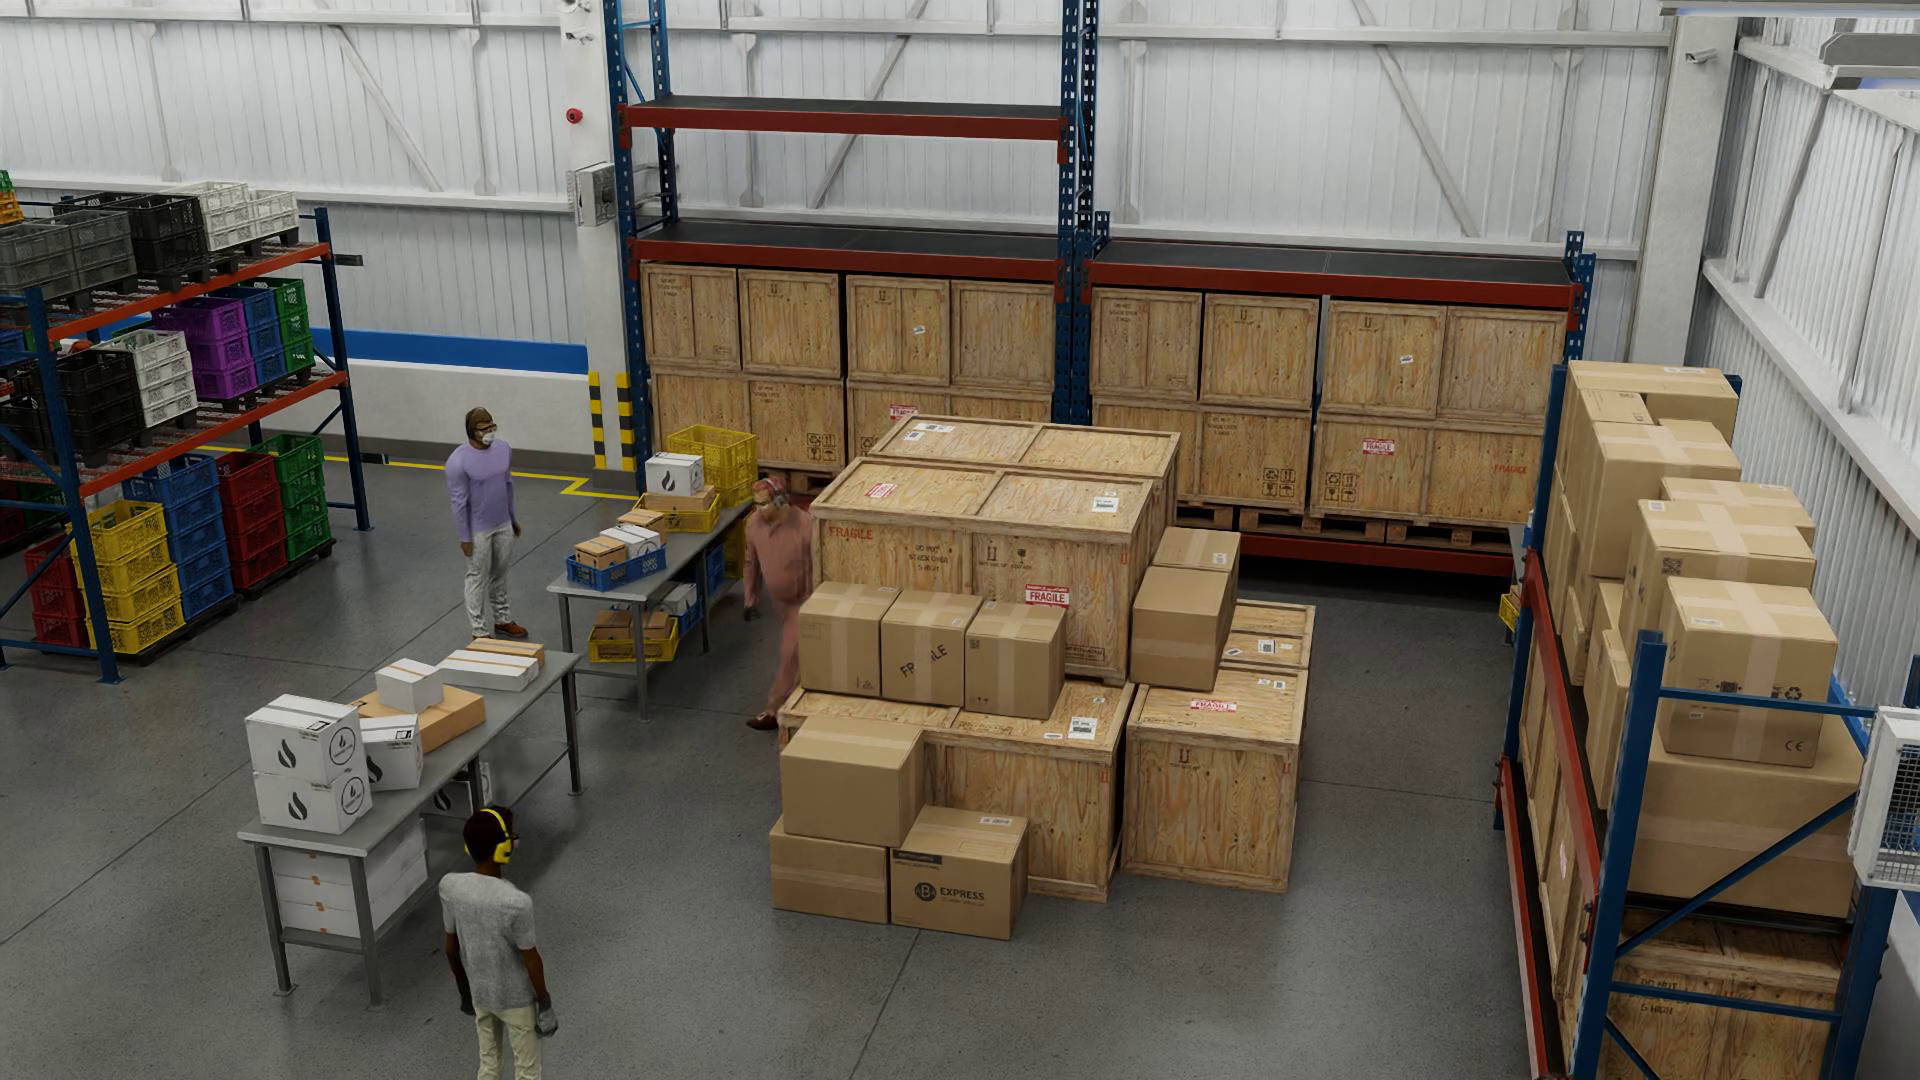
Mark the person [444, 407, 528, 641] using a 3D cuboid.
[{"bbox_3d":[-3.675,-0.103,12.958,0.379,1.940,0.629,12,24,28],"label":"person"}]

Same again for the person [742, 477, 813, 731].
[{"bbox_3d":[-1.219,0.411,11.777,0.652,1.825,1.053,15,25,33],"label":"person"}]

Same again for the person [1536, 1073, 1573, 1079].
[{"bbox_3d":[2.001,2.663,5.870,0.429,1.837,0.636,-11,24,-27],"label":"person"}]

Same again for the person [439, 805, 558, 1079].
[{"bbox_3d":[-2.040,2.040,7.458,0.518,1.865,0.328,8,22,20],"label":"person"}]

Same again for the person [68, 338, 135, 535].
[{"bbox_3d":[-7.848,-0.911,15.144,0.573,1.887,0.355,-15,25,-34],"label":"person"}]
